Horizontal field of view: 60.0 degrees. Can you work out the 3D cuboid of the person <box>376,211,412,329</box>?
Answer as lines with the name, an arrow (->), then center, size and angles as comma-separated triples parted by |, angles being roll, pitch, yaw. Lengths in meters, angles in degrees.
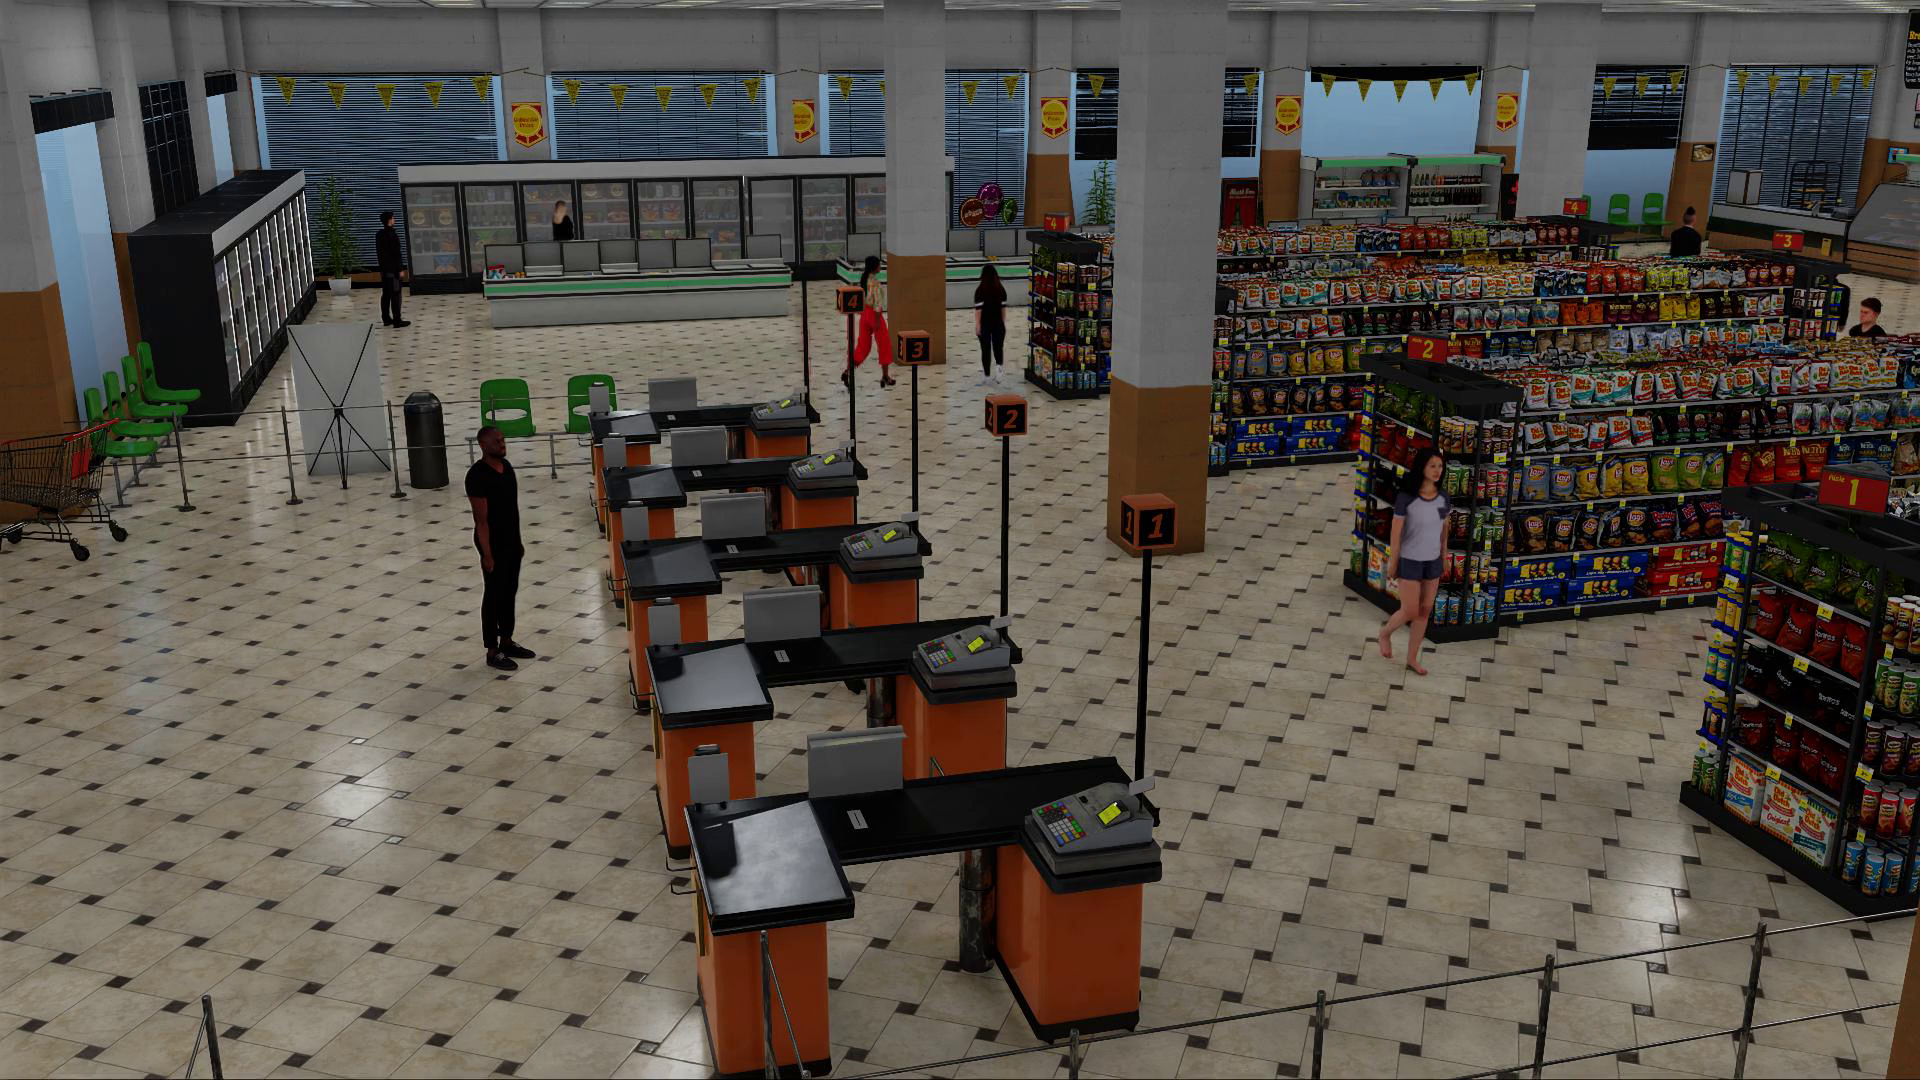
person -> -9.158, -4.348, 26.718 | 0.788, 1.836, 0.799 | 13, 21, 37

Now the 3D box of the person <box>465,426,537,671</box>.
person -> -3.415, 0.039, 12.298 | 0.740, 1.819, 0.746 | 5, 18, 15

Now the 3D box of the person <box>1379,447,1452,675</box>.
person -> 3.327, 0.128, 12.214 | 0.622, 1.699, 0.688 | -7, 18, -21

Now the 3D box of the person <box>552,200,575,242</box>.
person -> -7.168, -5.281, 30.049 | 0.729, 1.687, 0.796 | 8, 19, 25

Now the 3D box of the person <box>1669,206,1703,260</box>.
person -> 11.427, -4.301, 26.384 | 0.986, 1.940, 0.815 | -8, 19, -24

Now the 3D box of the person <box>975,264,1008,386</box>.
person -> 0.439, -2.825, 22.067 | 0.869, 1.624, 0.672 | -4, 17, -13

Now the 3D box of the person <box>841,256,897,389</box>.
person -> -1.232, -2.806, 21.766 | 0.955, 1.763, 1.193 | 16, 23, 42

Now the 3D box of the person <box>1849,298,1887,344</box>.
person -> 9.813, -1.669, 17.938 | 1.199, 1.812, 0.703 | -5, 18, -17
